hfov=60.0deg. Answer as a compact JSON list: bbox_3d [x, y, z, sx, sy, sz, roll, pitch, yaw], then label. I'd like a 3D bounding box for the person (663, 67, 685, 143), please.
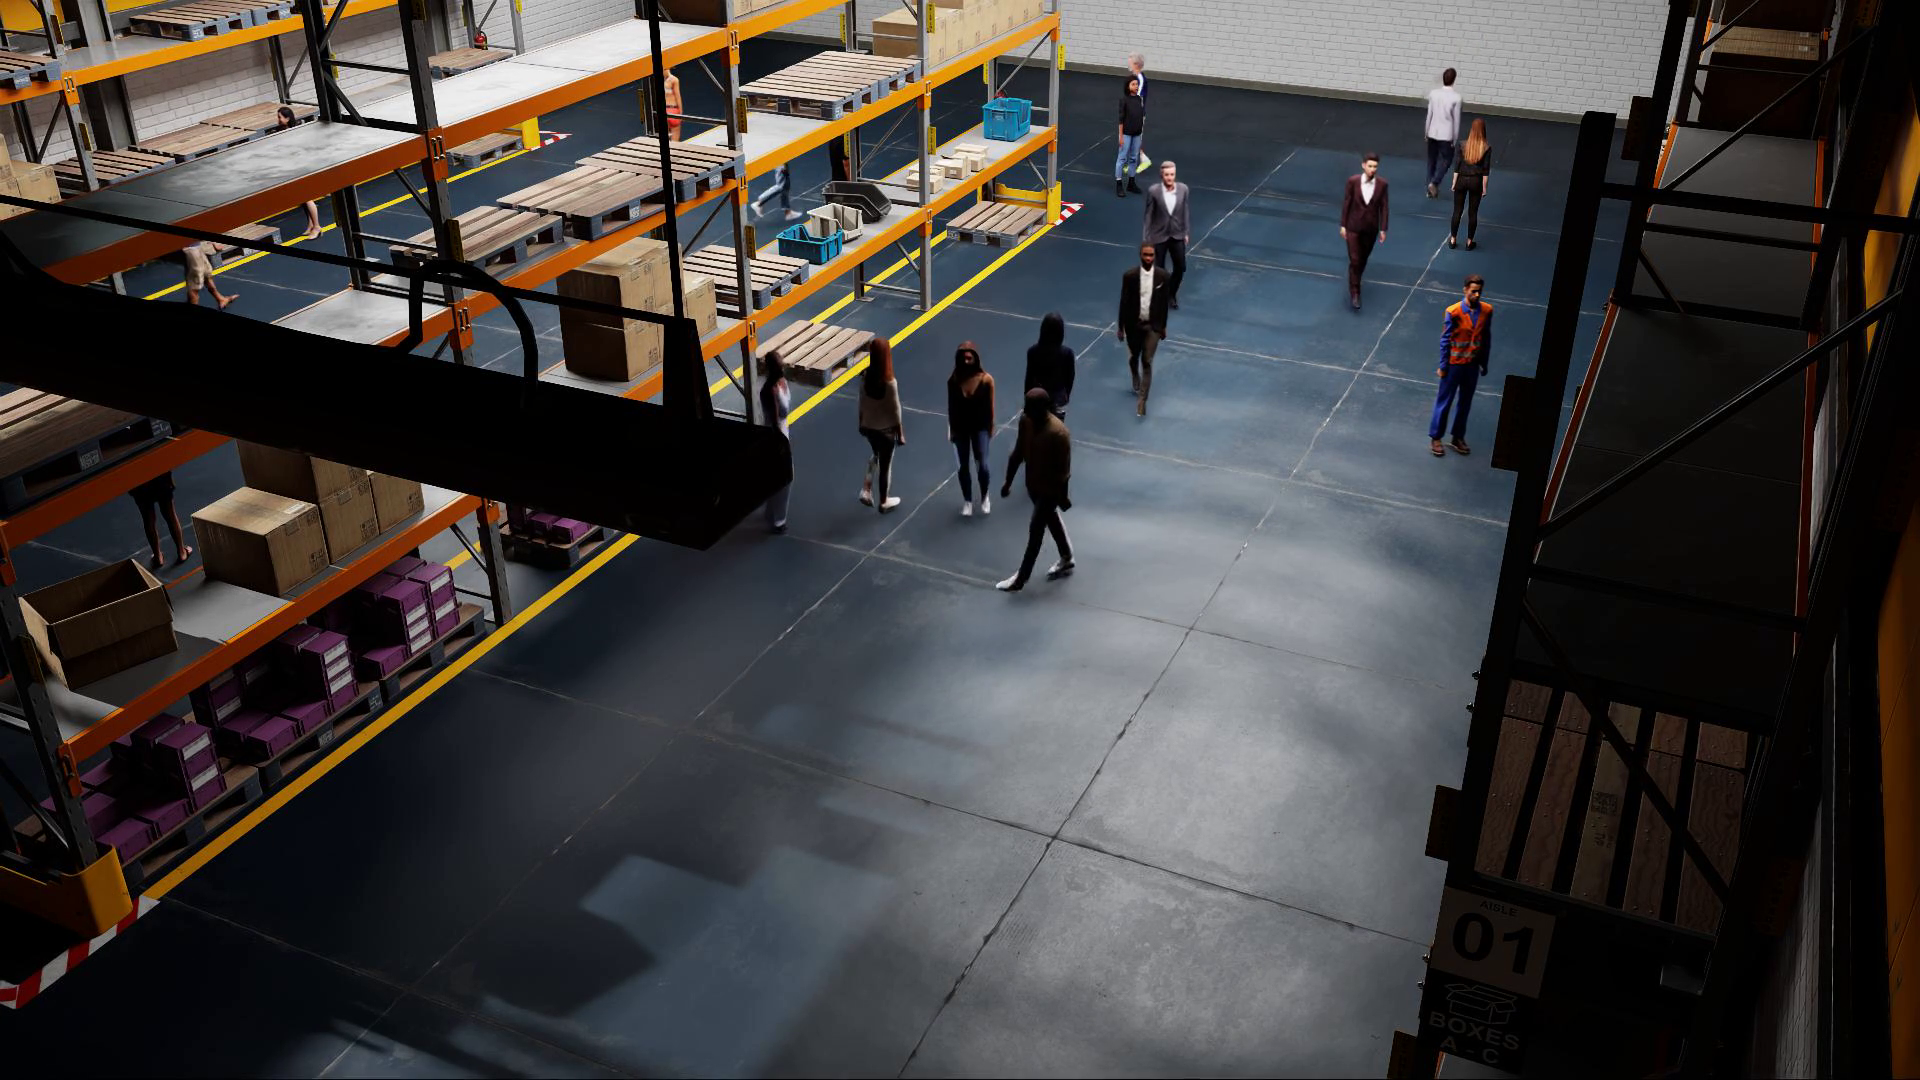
[{"bbox_3d":[-4.337,-6.334,24.819,0.563,1.786,0.541,12,31,20],"label":"person"}]

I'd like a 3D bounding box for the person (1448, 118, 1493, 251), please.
[{"bbox_3d":[6.693,-4.678,21.861,0.591,1.712,0.523,12,31,20],"label":"person"}]

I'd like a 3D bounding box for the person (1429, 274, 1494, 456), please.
[{"bbox_3d":[4.919,-1.727,16.293,0.778,1.863,0.813,-6,29,-11],"label":"person"}]

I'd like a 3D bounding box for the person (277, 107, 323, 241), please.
[{"bbox_3d":[-8.838,-4.903,22.214,0.801,1.769,0.776,-18,34,-30],"label":"person"}]

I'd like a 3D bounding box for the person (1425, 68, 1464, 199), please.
[{"bbox_3d":[6.831,-5.768,23.724,0.793,1.842,0.926,21,35,33],"label":"person"}]

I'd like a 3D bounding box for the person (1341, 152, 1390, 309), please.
[{"bbox_3d":[4.855,-3.782,20.104,0.987,1.822,1.328,2,29,5],"label":"person"}]

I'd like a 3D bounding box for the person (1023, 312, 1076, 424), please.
[{"bbox_3d":[0.828,-1.253,15.608,0.722,1.687,1.079,7,29,13],"label":"person"}]

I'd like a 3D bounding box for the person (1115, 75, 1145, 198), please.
[{"bbox_3d":[2.447,-5.843,24.008,0.625,1.702,0.714,-17,33,-29],"label":"person"}]

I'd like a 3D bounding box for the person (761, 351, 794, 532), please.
[{"bbox_3d":[-1.662,-0.914,14.911,0.903,1.759,0.718,-7,29,-13],"label":"person"}]

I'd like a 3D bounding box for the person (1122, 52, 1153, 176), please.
[{"bbox_3d":[2.688,-6.327,24.763,0.881,1.828,0.816,-3,29,-5],"label":"person"}]

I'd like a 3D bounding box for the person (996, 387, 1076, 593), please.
[{"bbox_3d":[0.784,-0.466,14.069,1.253,1.780,1.089,-18,33,-29],"label":"person"}]

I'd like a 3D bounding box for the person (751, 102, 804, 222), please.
[{"bbox_3d":[-2.554,-5.169,22.764,1.090,1.709,0.983,-14,32,-24],"label":"person"}]

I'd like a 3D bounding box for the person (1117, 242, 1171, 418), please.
[{"bbox_3d":[1.898,-2.246,17.354,0.941,1.759,1.276,3,29,5],"label":"person"}]

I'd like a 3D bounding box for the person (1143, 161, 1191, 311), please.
[{"bbox_3d":[2.453,-3.650,19.850,0.867,1.833,0.868,-4,29,-7],"label":"person"}]

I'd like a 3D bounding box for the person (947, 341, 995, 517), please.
[{"bbox_3d":[0.102,-1.046,15.204,0.645,1.710,0.661,3,29,6],"label":"person"}]

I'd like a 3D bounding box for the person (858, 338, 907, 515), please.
[{"bbox_3d":[-0.790,-0.993,15.117,0.705,1.701,0.787,20,35,33],"label":"person"}]
